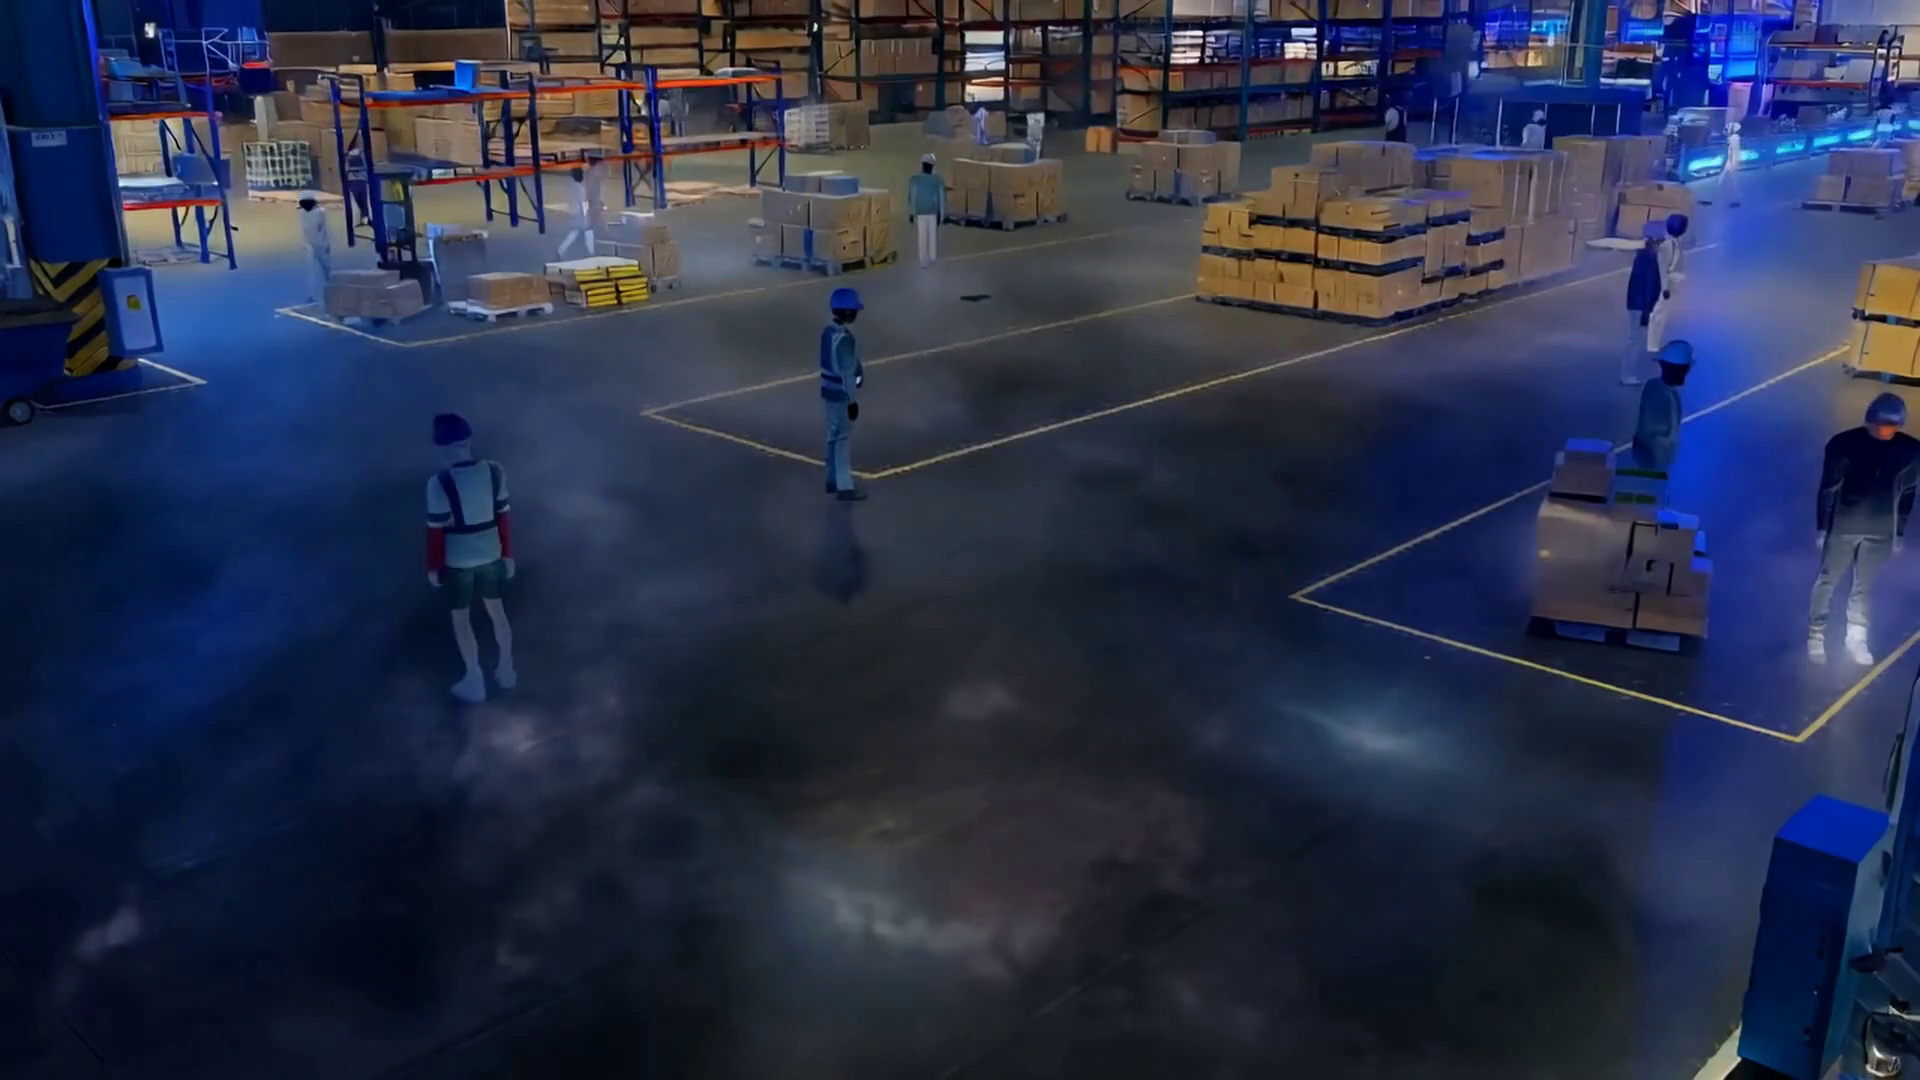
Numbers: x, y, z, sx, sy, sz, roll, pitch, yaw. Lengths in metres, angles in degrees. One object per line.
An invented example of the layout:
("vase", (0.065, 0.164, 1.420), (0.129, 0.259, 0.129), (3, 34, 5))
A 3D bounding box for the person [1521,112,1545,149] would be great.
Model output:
("person", (13.337, -9.109, 38.907), (0.603, 1.815, 0.646), (-6, 19, -19))

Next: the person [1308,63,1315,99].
("person", (14.504, -18.968, 68.447), (0.643, 1.912, 0.410), (-10, 21, -29))

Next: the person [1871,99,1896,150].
("person", (25.023, -11.098, 45.105), (0.695, 1.676, 0.539), (-17, 25, -42))

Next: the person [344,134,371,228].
("person", (-11.869, -7.048, 32.703), (0.540, 1.793, 0.960), (1, 18, 3))

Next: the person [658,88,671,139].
("person", (-8.387, -11.802, 46.843), (0.585, 1.914, 0.564), (12, 22, 32))

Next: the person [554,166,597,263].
("person", (-6.535, -5.520, 28.301), (0.529, 1.669, 0.759), (17, 25, 42))

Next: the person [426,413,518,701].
("person", (-3.229, 0.102, 11.007), (0.418, 1.915, 0.598), (16, 24, 40))

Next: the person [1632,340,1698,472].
("person", (5.541, -0.639, 13.200), (0.386, 1.922, 0.594), (5, 19, 14))

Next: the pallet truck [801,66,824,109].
("pallet truck", (-4.812, -15.182, 56.903), (0.823, 1.965, 1.885), (-9, 21, -26))

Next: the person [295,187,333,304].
("person", (-9.721, -4.477, 25.101), (0.488, 1.708, 0.842), (-3, 19, -8))

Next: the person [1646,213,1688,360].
("person", (8.983, -3.225, 21.121), (0.430, 1.845, 0.619), (8, 20, 23))

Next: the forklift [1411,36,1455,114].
("forklift", (18.137, -17.540, 62.626), (1.873, 2.768, 1.129), (17, 25, 41))

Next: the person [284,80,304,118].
("person", (-20.057, -12.891, 50.185), (0.956, 1.872, 0.623), (15, 23, 38))

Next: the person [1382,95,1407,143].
("person", (10.976, -10.271, 42.038), (0.683, 2.000, 1.058), (-8, 20, -24))

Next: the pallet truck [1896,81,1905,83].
("pallet truck", (34.802, -16.331, 61.455), (0.653, 1.274, 1.630), (17, 25, 41))

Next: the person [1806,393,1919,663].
("person", (6.249, -0.086, 11.520), (0.627, 1.935, 0.371), (3, 19, 8))

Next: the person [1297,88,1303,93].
("person", (11.890, -15.812, 59.304), (0.554, 1.662, 0.806), (15, 24, 39))

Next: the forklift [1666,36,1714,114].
("forklift", (27.341, -17.291, 61.877), (1.129, 2.768, 1.873), (17, 25, 41))

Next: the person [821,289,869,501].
("person", (-1.069, -1.331, 15.253), (0.397, 1.942, 0.615), (-7, 20, -21))

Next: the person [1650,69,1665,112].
("person", (26.462, -17.047, 63.157), (0.841, 1.587, 0.521), (-8, 20, -23))

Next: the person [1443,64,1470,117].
("person", (18.140, -16.376, 60.689), (1.047, 1.886, 0.649), (4, 19, 12))

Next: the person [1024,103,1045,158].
("person", (1.983, -10.782, 44.180), (0.543, 1.661, 0.860), (1, 18, 3))

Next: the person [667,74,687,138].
("person", (-8.840, -13.568, 52.087), (0.610, 1.964, 0.366), (-6, 19, -18))

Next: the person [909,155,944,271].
("person", (-0.564, -5.519, 27.979), (0.591, 1.881, 0.962), (-1, 18, -3))

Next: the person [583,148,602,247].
("person", (-6.669, -6.255, 30.371), (0.325, 1.766, 0.532), (3, 19, 10))

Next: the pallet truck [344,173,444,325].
("pallet truck", (-8.209, -4.181, 23.757), (0.823, 1.965, 1.885), (3, 19, 9))

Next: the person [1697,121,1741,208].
("person", (16.480, -8.076, 35.757), (0.557, 1.821, 0.977), (-15, 23, -38))

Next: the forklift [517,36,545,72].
("forklift", (-16.076, -17.514, 62.550), (1.873, 2.768, 1.129), (16, 24, 40))

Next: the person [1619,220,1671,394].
("person", (7.944, -2.709, 19.325), (0.382, 1.993, 0.622), (5, 19, 16))

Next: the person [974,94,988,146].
("person", (0.538, -10.542, 43.018), (0.373, 1.934, 0.551), (-2, 18, -6))
